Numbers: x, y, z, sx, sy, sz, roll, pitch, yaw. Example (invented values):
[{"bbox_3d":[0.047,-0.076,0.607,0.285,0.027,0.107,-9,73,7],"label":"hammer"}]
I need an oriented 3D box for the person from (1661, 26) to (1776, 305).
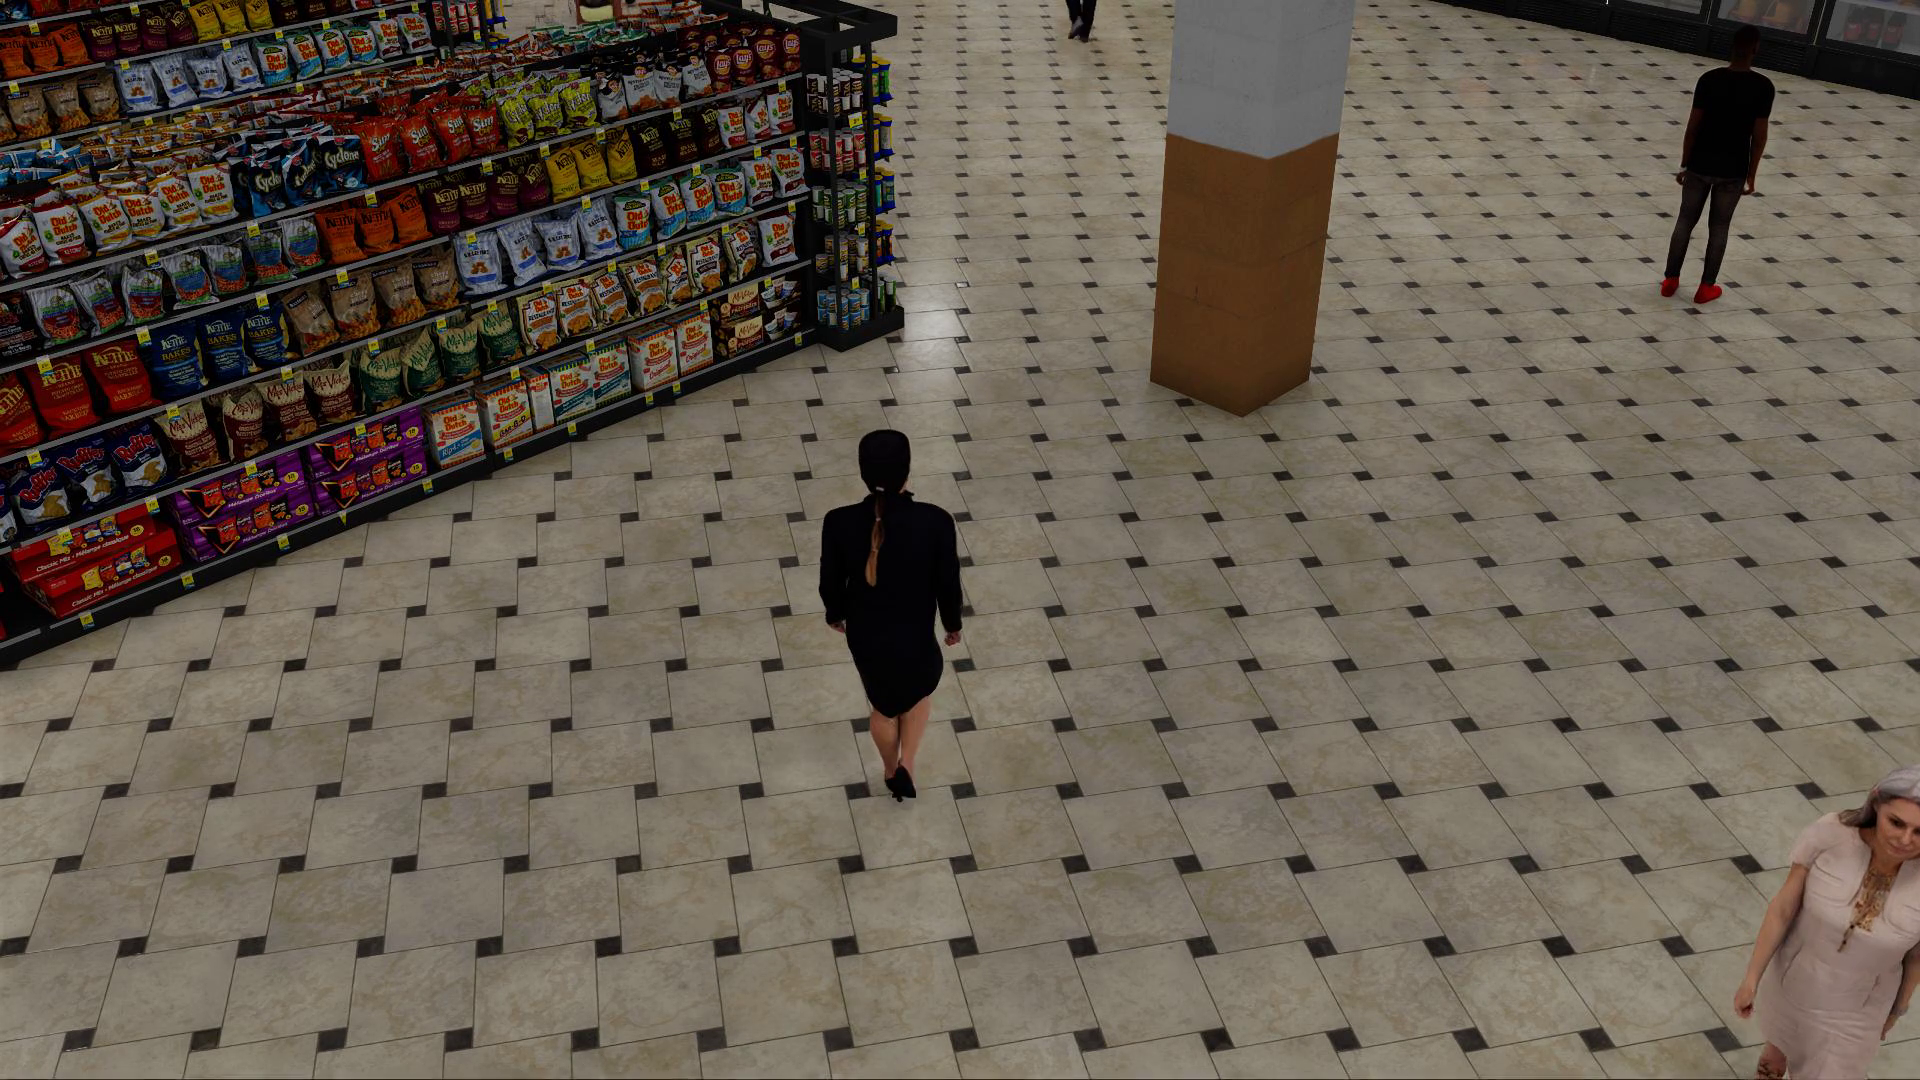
[{"bbox_3d":[4.925,-2.432,10.820,0.678,1.805,0.600,19,37,28],"label":"person"}]

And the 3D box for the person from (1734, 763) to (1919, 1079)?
[{"bbox_3d":[2.552,1.297,4.930,0.752,1.696,1.204,20,37,29],"label":"person"}]

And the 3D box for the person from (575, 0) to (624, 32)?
[{"bbox_3d":[-2.741,-3.770,13.071,1.089,1.698,1.174,1,32,2],"label":"person"}]

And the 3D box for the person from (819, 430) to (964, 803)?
[{"bbox_3d":[-0.267,0.391,6.416,0.860,1.665,0.915,1,32,2],"label":"person"}]
